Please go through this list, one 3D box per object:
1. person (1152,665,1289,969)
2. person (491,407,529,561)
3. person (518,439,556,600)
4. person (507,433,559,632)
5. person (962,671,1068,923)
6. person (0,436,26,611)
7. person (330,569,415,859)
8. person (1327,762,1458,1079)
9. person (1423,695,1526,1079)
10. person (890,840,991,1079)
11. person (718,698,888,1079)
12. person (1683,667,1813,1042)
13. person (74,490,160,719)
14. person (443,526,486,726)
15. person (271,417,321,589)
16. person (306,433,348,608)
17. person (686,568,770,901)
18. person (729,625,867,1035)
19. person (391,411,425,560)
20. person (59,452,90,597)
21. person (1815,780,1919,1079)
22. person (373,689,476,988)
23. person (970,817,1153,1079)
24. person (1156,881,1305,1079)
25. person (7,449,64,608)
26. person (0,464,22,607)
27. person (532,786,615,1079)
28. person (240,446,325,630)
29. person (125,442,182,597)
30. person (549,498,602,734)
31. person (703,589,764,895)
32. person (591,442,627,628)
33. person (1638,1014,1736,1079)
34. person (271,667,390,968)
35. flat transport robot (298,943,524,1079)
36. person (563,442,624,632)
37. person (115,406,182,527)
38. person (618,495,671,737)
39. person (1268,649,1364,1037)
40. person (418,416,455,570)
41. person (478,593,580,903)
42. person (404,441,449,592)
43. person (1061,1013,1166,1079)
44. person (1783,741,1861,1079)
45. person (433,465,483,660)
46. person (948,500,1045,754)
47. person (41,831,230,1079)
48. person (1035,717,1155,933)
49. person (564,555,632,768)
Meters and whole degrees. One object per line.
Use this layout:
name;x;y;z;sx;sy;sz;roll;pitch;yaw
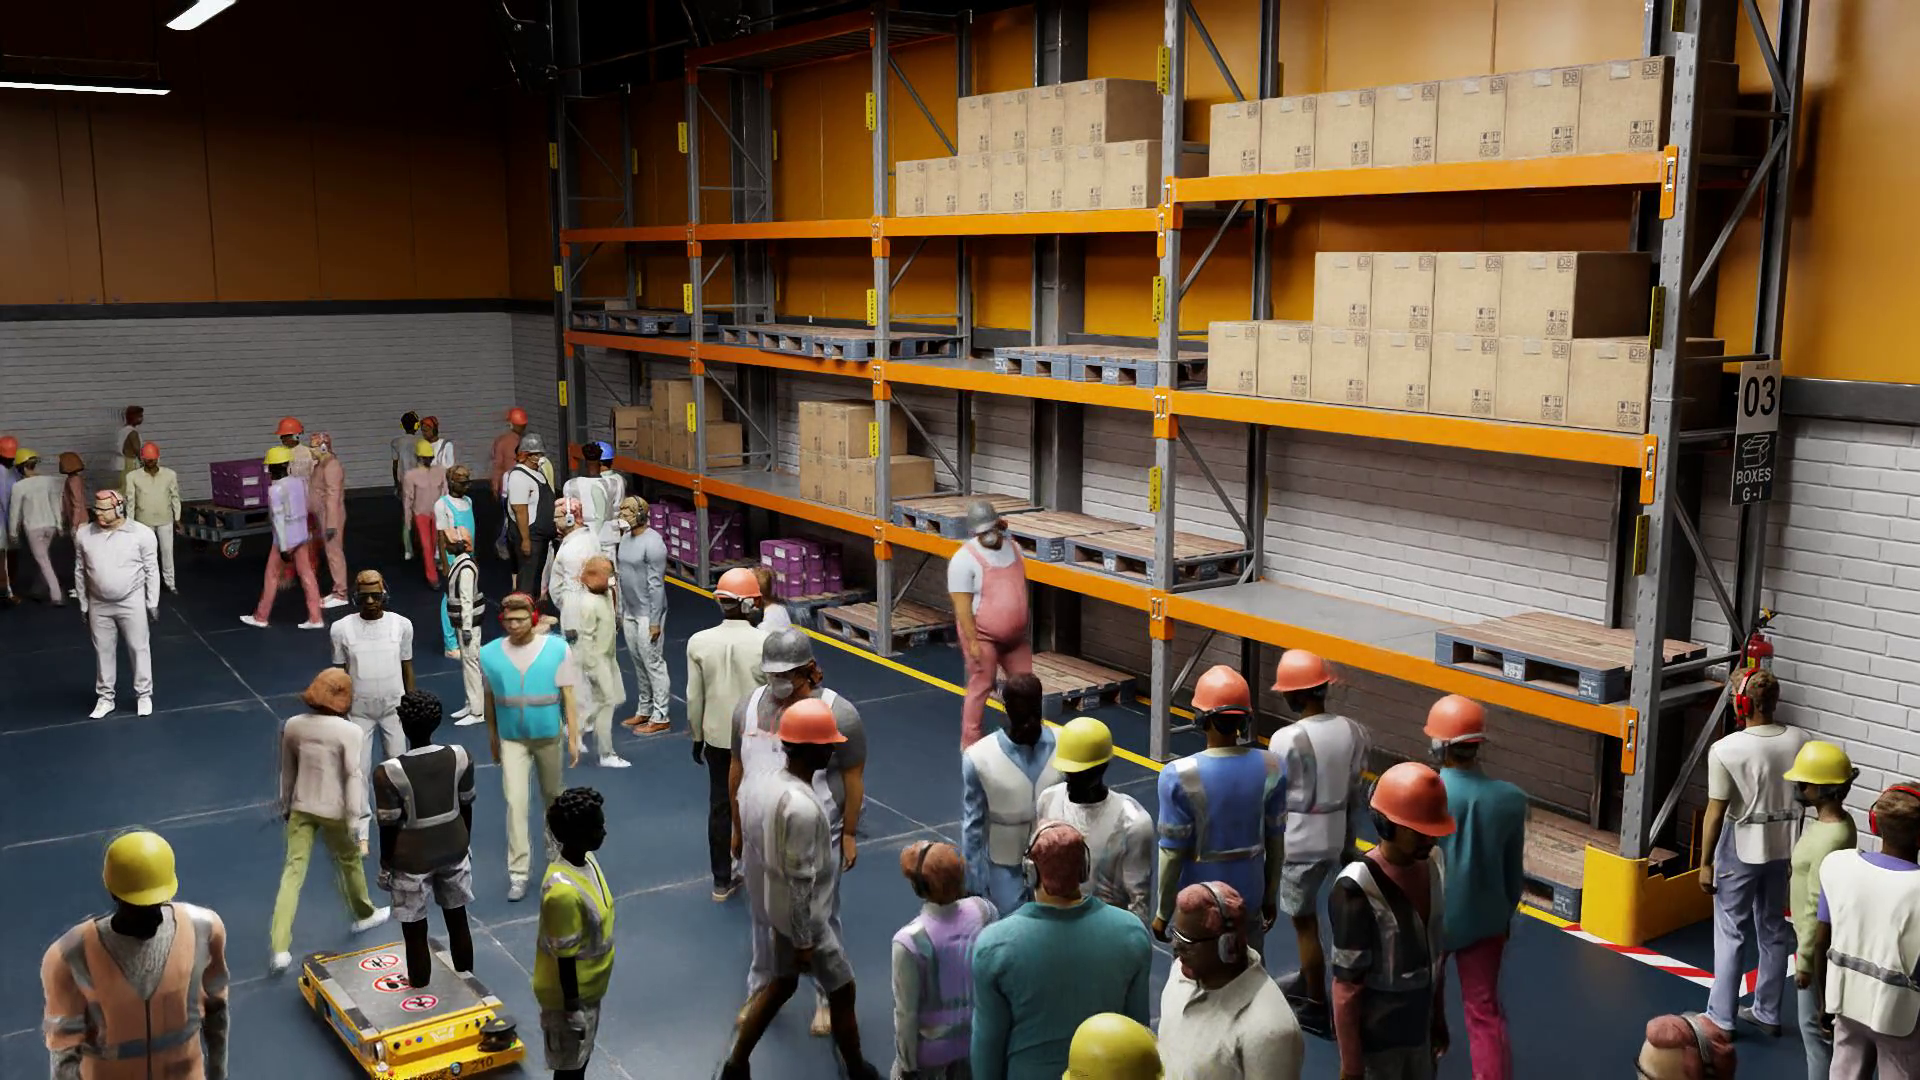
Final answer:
person;1.123;1.554;7.293;0.608;2.044;0.377;-3;10;-18
person;-5.453;-0.664;20.509;0.510;1.972;0.642;8;12;38
person;-4.718;-0.248;18.500;0.430;1.836;0.630;1;10;4
person;-4.321;-0.089;16.940;0.535;2.000;0.681;0;10;-1
person;0.296;1.534;7.830;0.618;1.898;0.443;-4;10;-21
person;-10.317;-0.187;18.000;0.597;1.874;0.953;-7;12;-36
person;-3.706;1.096;10.560;0.508;1.846;0.345;-5;11;-26
person;1.592;1.775;6.048;0.622;2.028;0.409;-9;13;-41
person;2.126;1.625;7.185;0.637;1.940;1.047;-1;10;-6
person;-0.061;1.926;6.365;0.526;1.613;0.702;-9;13;-42
person;-0.696;1.618;7.345;0.905;1.893;0.558;-3;10;-16
person;3.833;1.531;8.044;0.560;1.836;0.394;-3;10;-15
person;-6.953;0.528;13.728;0.642;1.905;0.401;-2;10;-10
person;-4.031;0.692;13.562;0.314;1.633;0.518;-4;10;-22
person;-7.574;-0.414;18.993;0.613;1.991;0.391;2;10;10
person;-6.901;-0.222;18.136;0.398;1.902;0.647;-5;11;-26
person;-1.293;1.152;9.805;0.610;1.989;0.392;2;10;10
person;-0.830;1.413;8.125;0.690;2.000;0.538;2;10;14
person;-6.868;-0.681;20.913;0.521;1.874;0.327;0;10;2
person;-9.916;-0.178;18.652;0.279;1.634;0.499;-5;11;-26
person;3.493;1.821;6.294;0.390;1.848;0.565;-6;11;-30
person;-2.633;1.569;8.219;0.318;1.697;0.535;9;13;42
person;0.335;1.885;5.751;0.643;1.908;0.411;-2;10;-14
person;0.790;1.982;5.224;0.399;1.897;0.652;-4;10;-20
person;-10.088;-0.126;18.049;0.812;1.728;0.541;4;10;20
person;-10.576;-0.225;18.038;0.631;1.940;0.372;-1;10;-5
person;-1.560;1.821;6.768;0.321;1.689;0.529;0;10;-1
person;-6.931;-0.011;16.941;0.941;1.886;0.598;3;10;15
person;-9.028;-0.236;18.651;0.573;1.746;0.345;-7;12;-35
person;-3.082;0.599;13.334;0.400;1.900;0.648;0;10;2
person;-1.264;1.194;9.868;0.585;1.882;0.337;3;10;16
person;-3.574;-0.025;16.835;0.384;1.948;0.605;2;10;12
person;1.865;2.135;4.325;0.398;1.898;0.648;0;10;0
person;-3.493;1.487;9.073;0.563;1.570;0.896;2;10;13
flat transport robot;-2.727;2.287;8.178;0.652;0.197;1.431;-7;12;-36
person;-3.666;-0.006;16.717;0.600;1.959;0.372;-3;10;-15
person;-11.310;-0.946;22.768;1.045;1.777;0.561;-6;11;-30
person;-2.527;0.596;13.265;0.368;1.932;0.622;-8;12;-38
person;1.664;1.470;8.208;0.537;1.903;0.635;-7;12;-36
person;-6.393;-0.577;20.296;0.584;1.879;0.374;5;11;28
person;-2.611;1.189;10.144;0.590;1.808;0.933;-1;10;-8
person;-6.079;-0.288;19.067;0.528;1.720;0.906;-8;13;-40
person;0.493;2.138;4.284;0.613;1.898;0.512;-6;12;-33
person;3.662;1.721;7.138;0.339;1.762;0.526;6;11;31
person;-4.759;0.205;15.802;0.346;1.843;0.506;3;10;18
person;0.296;0.667;12.501;0.702;2.000;0.614;-7;12;-37
person;-2.769;1.903;5.689;0.597;1.893;0.734;-7;12;-35
person;0.538;1.668;6.989;0.587;1.920;0.397;8;13;41
person;-2.705;0.901;12.374;0.451;1.613;0.515;1;10;5
